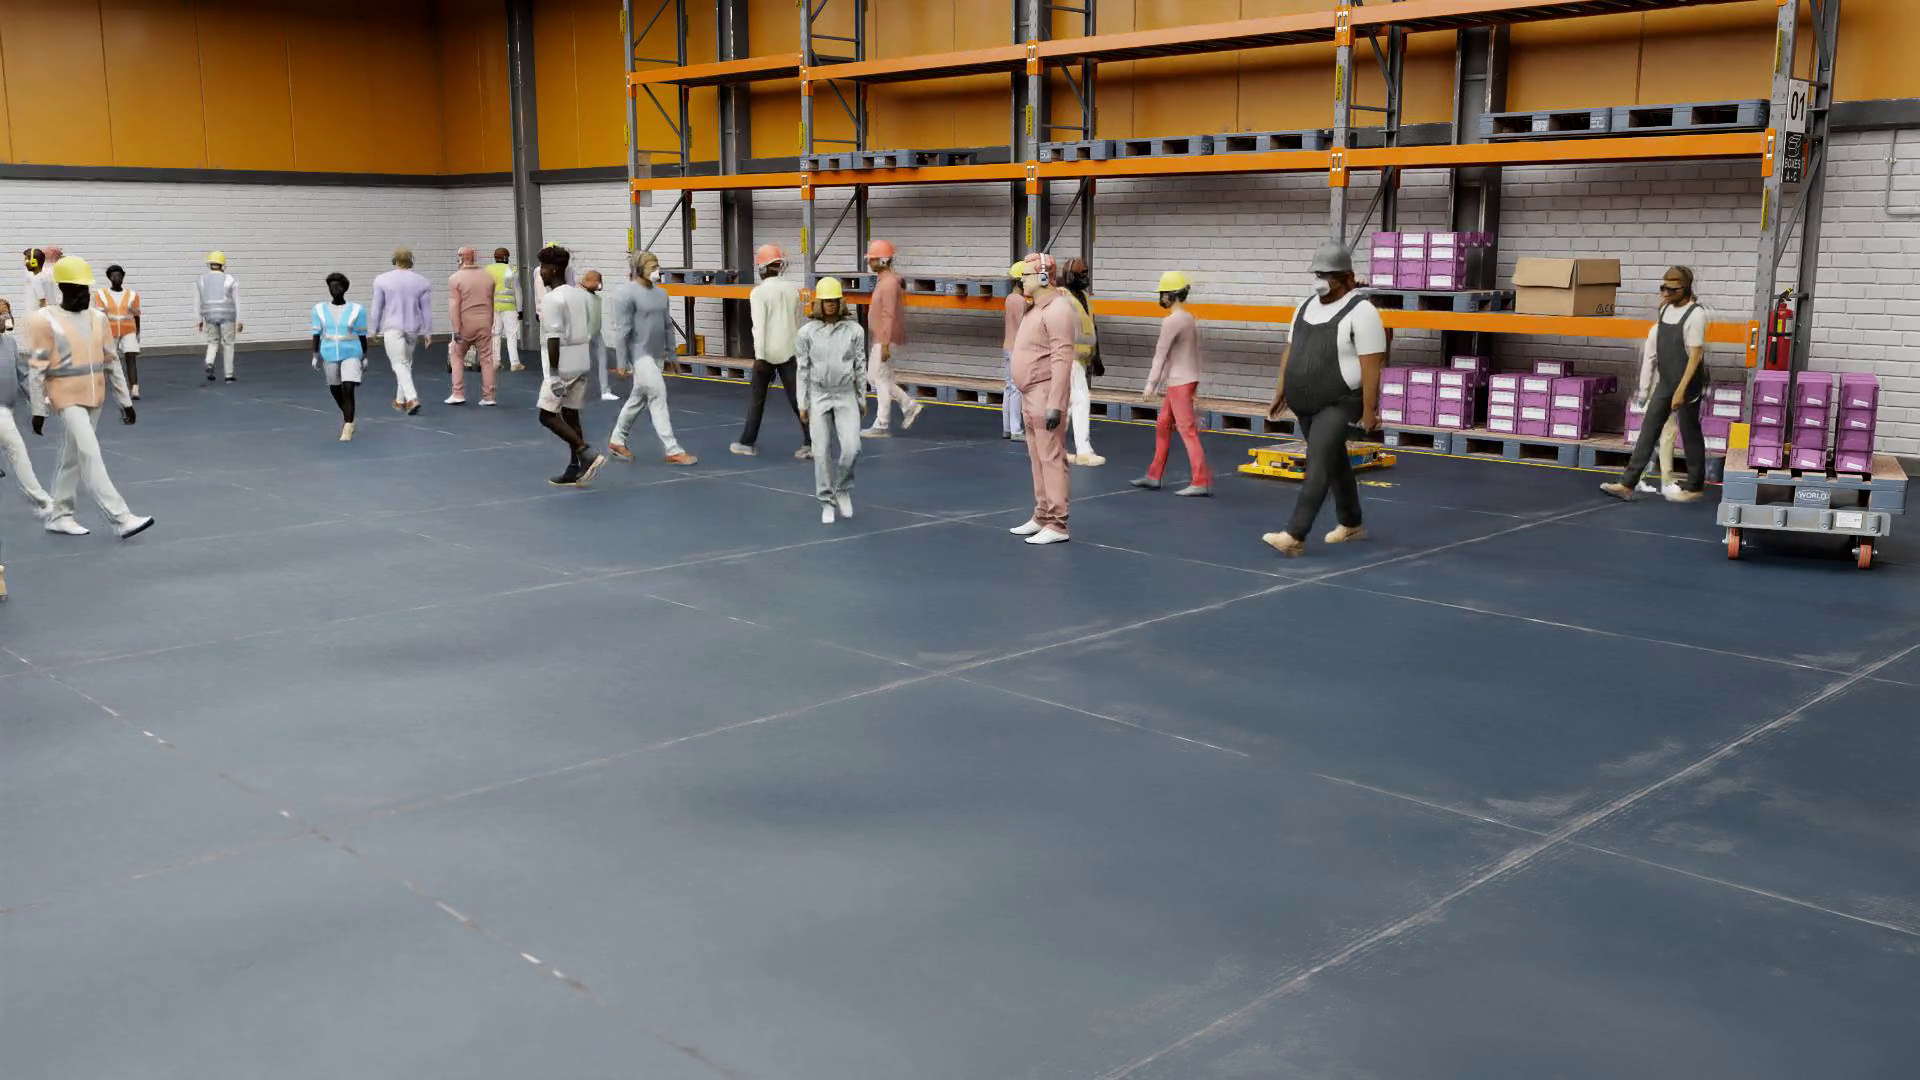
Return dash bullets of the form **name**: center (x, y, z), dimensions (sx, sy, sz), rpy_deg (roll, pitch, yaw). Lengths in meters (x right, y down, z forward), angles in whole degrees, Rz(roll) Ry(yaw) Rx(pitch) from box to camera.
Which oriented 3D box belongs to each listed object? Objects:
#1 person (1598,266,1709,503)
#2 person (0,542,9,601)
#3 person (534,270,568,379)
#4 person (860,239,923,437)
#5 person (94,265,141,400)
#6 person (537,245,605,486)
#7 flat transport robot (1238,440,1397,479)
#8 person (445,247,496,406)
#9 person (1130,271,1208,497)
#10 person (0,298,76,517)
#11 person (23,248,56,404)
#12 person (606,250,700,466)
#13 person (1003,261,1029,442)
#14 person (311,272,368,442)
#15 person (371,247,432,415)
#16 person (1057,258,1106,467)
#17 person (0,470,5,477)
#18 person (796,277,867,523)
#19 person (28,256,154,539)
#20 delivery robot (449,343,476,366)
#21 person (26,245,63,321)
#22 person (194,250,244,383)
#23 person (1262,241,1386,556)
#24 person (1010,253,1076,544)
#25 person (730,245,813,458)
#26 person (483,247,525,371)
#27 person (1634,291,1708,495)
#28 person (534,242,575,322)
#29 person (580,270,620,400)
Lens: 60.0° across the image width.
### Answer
- **person**: center (5.266, -1.143, 12.455), dimensions (0.910, 1.792, 0.562), rpy_deg (-2, 11, -13)
- **person**: center (-5.470, -0.623, 8.940), dimensions (0.393, 2.039, 0.613), rpy_deg (-1, 10, -4)
- **person**: center (-5.309, -2.886, 21.826), dimensions (0.430, 1.845, 0.624), rpy_deg (-9, 14, -42)
- **person**: center (-0.713, -2.008, 16.653), dimensions (0.564, 1.980, 0.636), rpy_deg (-2, 11, -8)
- **person**: center (-10.410, -2.565, 20.586), dimensions (0.531, 1.654, 0.885), rpy_deg (-6, 12, -28)
- **person**: center (-3.122, -1.375, 13.309), dimensions (0.488, 1.948, 0.610), rpy_deg (3, 11, 17)
- **flat transport robot**: center (3.070, -0.706, 14.224), dimensions (1.431, 0.197, 0.652), rpy_deg (-10, 14, -44)
- **person**: center (-5.847, -2.533, 19.812), dimensions (0.774, 1.881, 0.668), rpy_deg (10, 14, 43)
- **person**: center (1.604, -1.207, 12.938), dimensions (0.795, 1.734, 0.541), rpy_deg (4, 11, 23)
- **person**: center (-6.861, -0.938, 11.903), dimensions (0.878, 1.586, 0.513), rpy_deg (-1, 10, -5)
- **person**: center (-11.061, -2.574, 20.069), dimensions (0.311, 1.861, 0.533), rpy_deg (-3, 11, -15)
- **person**: center (-2.789, -1.609, 14.739), dimensions (1.022, 1.896, 0.640), rpy_deg (5, 11, 25)
- **person**: center (0.588, -1.846, 16.359), dimensions (0.311, 1.768, 0.531), rpy_deg (-3, 11, -14)
- **person**: center (-6.179, -1.846, 16.640), dimensions (0.530, 1.671, 0.824), rpy_deg (-1, 10, -6)
- **person**: center (-6.324, -2.377, 18.901), dimensions (0.637, 1.896, 0.964), rpy_deg (-9, 13, -39)
- **person**: center (1.091, -1.565, 14.705), dimensions (0.791, 1.814, 0.631), rpy_deg (5, 12, 26)
- **person**: center (-8.428, -1.481, 14.019), dimensions (0.844, 1.905, 0.548), rpy_deg (5, 12, 26)
- **person**: center (-0.899, -0.974, 11.684), dimensions (0.510, 1.730, 0.386), rpy_deg (-2, 11, -10)
- **person**: center (-5.784, -0.933, 11.064), dimensions (0.969, 1.873, 0.615), rpy_deg (3, 11, 16)
- **delivery robot**: center (-7.401, -2.821, 24.725), dimensions (0.477, 0.478, 0.707), rpy_deg (-4, 11, -20)
- **person**: center (-11.666, -2.874, 21.629), dimensions (0.688, 1.879, 0.745), rpy_deg (1, 10, 7)
- **person**: center (-10.107, -3.029, 22.681), dimensions (0.601, 1.821, 0.509), rpy_deg (-1, 10, -5)
- **person**: center (2.320, -0.939, 10.666), dimensions (1.035, 2.000, 0.690), rpy_deg (-6, 12, -28)
- **person**: center (0.529, -0.928, 10.972), dimensions (0.402, 1.905, 0.652), rpy_deg (-2, 11, -12)
- **person**: center (-1.662, -1.708, 15.149), dimensions (1.038, 1.944, 0.648), rpy_deg (8, 13, 39)
- **person**: center (-6.840, -3.458, 24.950), dimensions (0.633, 1.839, 0.429), rpy_deg (2, 11, 11)
- **person**: center (5.575, -1.144, 12.963), dimensions (0.504, 1.603, 0.720), rpy_deg (-9, 14, -40)
- **person**: center (-5.938, -3.401, 24.396), dimensions (0.594, 1.926, 0.366), rpy_deg (-4, 11, -20)
- **person**: center (-4.622, -2.536, 20.571), dimensions (0.795, 1.598, 0.503), rpy_deg (5, 11, 24)
